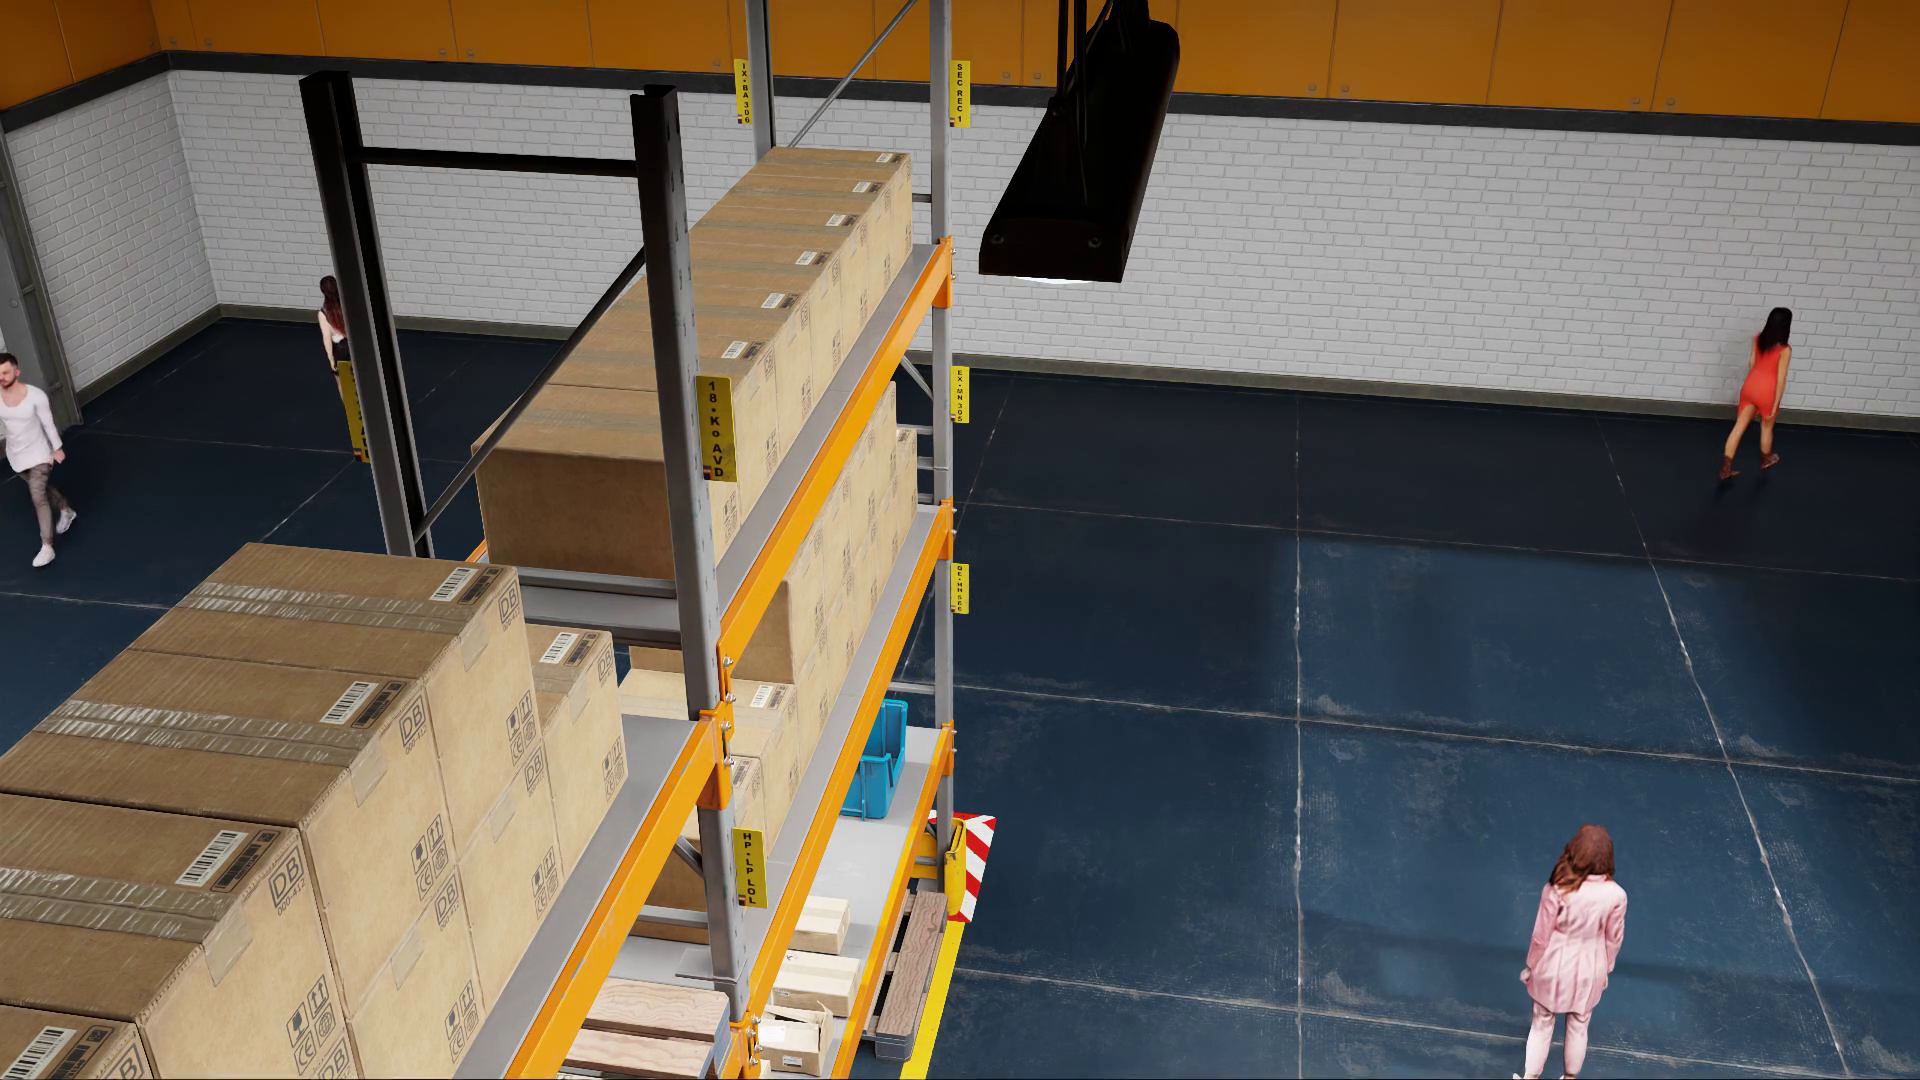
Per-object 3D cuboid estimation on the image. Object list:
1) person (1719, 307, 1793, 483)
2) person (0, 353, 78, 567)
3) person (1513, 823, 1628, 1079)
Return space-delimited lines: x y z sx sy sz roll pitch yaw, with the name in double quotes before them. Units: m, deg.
"person" 7.314 -1.306 15.314 1.051 1.679 1.006 -17 33 -29
"person" -7.911 -0.765 14.198 0.773 1.799 1.186 1 29 2
"person" 3.168 2.250 8.666 0.610 1.802 0.518 4 29 7
